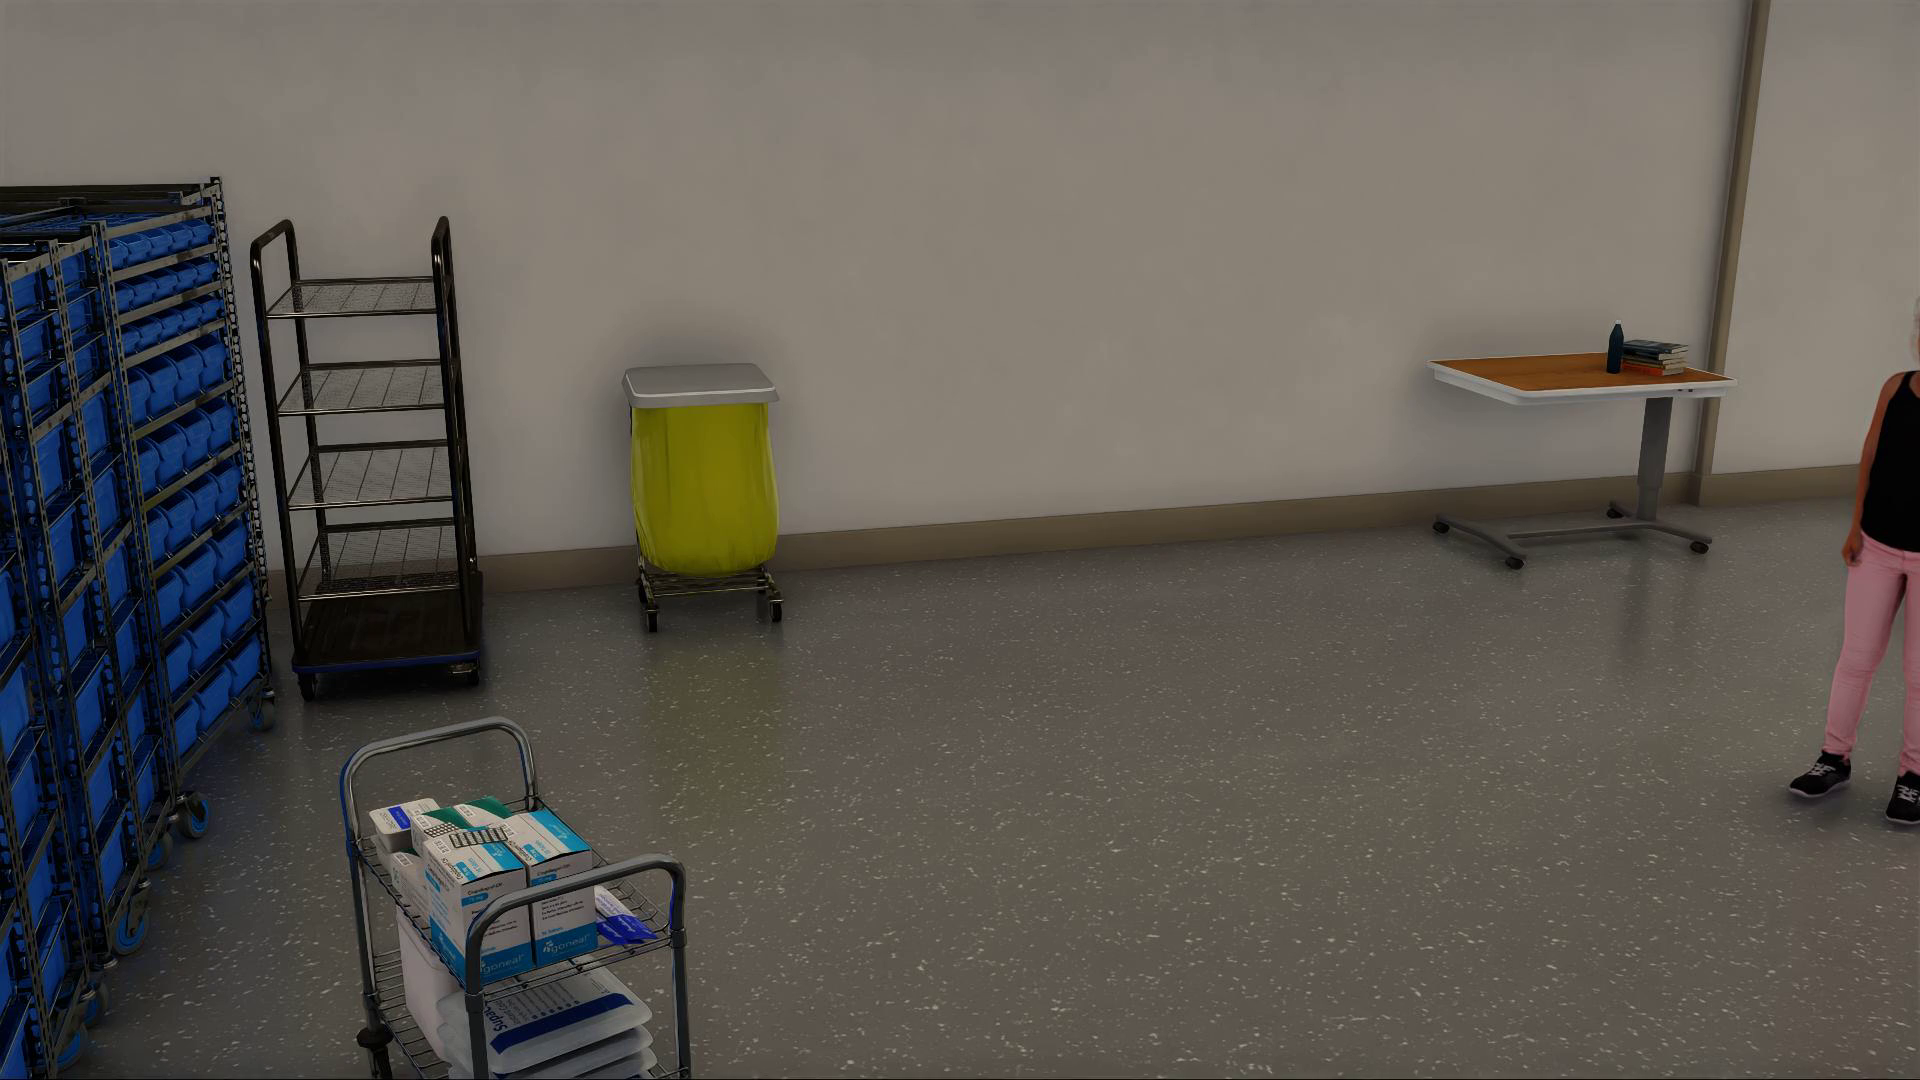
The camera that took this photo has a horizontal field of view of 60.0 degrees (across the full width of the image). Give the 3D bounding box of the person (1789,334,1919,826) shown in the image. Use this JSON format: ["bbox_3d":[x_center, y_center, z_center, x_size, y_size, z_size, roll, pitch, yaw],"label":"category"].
[{"bbox_3d":[2.737,0.032,4.774,0.649,1.564,0.624,-14,21,-41],"label":"person"}]
